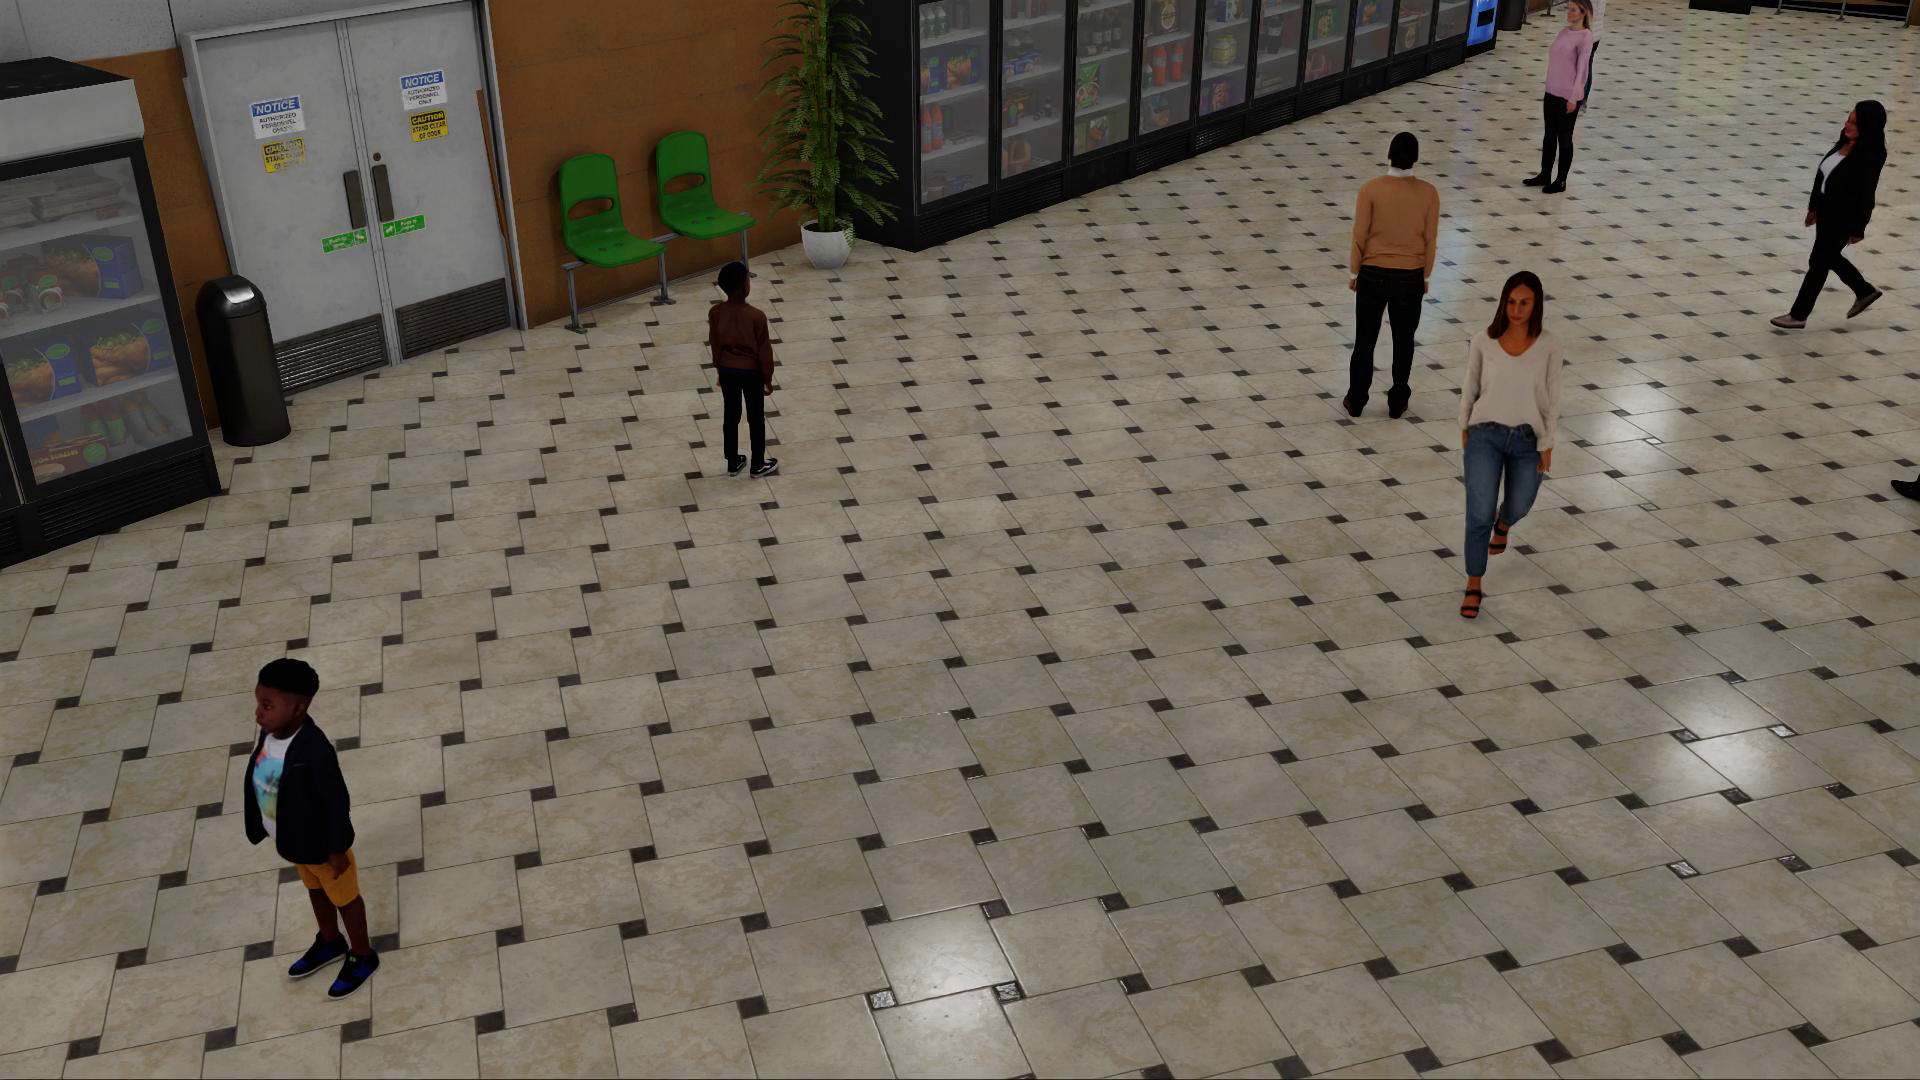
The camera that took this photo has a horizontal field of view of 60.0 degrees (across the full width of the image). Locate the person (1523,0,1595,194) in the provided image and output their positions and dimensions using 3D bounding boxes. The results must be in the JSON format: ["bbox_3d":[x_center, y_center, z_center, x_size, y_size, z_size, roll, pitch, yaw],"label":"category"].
[{"bbox_3d":[5.391,-3.966,14.816,0.743,1.688,0.640,-9,28,-17],"label":"person"}]

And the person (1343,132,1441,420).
[{"bbox_3d":[2.601,-1.588,10.053,0.709,1.754,0.814,4,27,8],"label":"person"}]

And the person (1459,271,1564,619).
[{"bbox_3d":[2.645,-0.493,8.001,1.025,1.657,0.893,9,28,18],"label":"person"}]

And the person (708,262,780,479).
[{"bbox_3d":[-1.235,-0.956,9.361,0.513,1.254,0.643,8,28,16],"label":"person"}]

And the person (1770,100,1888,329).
[{"bbox_3d":[6.158,-2.233,11.505,1.131,1.592,1.033,0,27,-1],"label":"person"}]

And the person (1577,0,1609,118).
[{"bbox_3d":[6.635,-5.330,17.563,0.579,1.637,0.643,16,31,29],"label":"person"}]

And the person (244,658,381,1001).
[{"bbox_3d":[-2.171,0.948,5.586,0.488,1.272,0.594,17,31,29],"label":"person"}]
